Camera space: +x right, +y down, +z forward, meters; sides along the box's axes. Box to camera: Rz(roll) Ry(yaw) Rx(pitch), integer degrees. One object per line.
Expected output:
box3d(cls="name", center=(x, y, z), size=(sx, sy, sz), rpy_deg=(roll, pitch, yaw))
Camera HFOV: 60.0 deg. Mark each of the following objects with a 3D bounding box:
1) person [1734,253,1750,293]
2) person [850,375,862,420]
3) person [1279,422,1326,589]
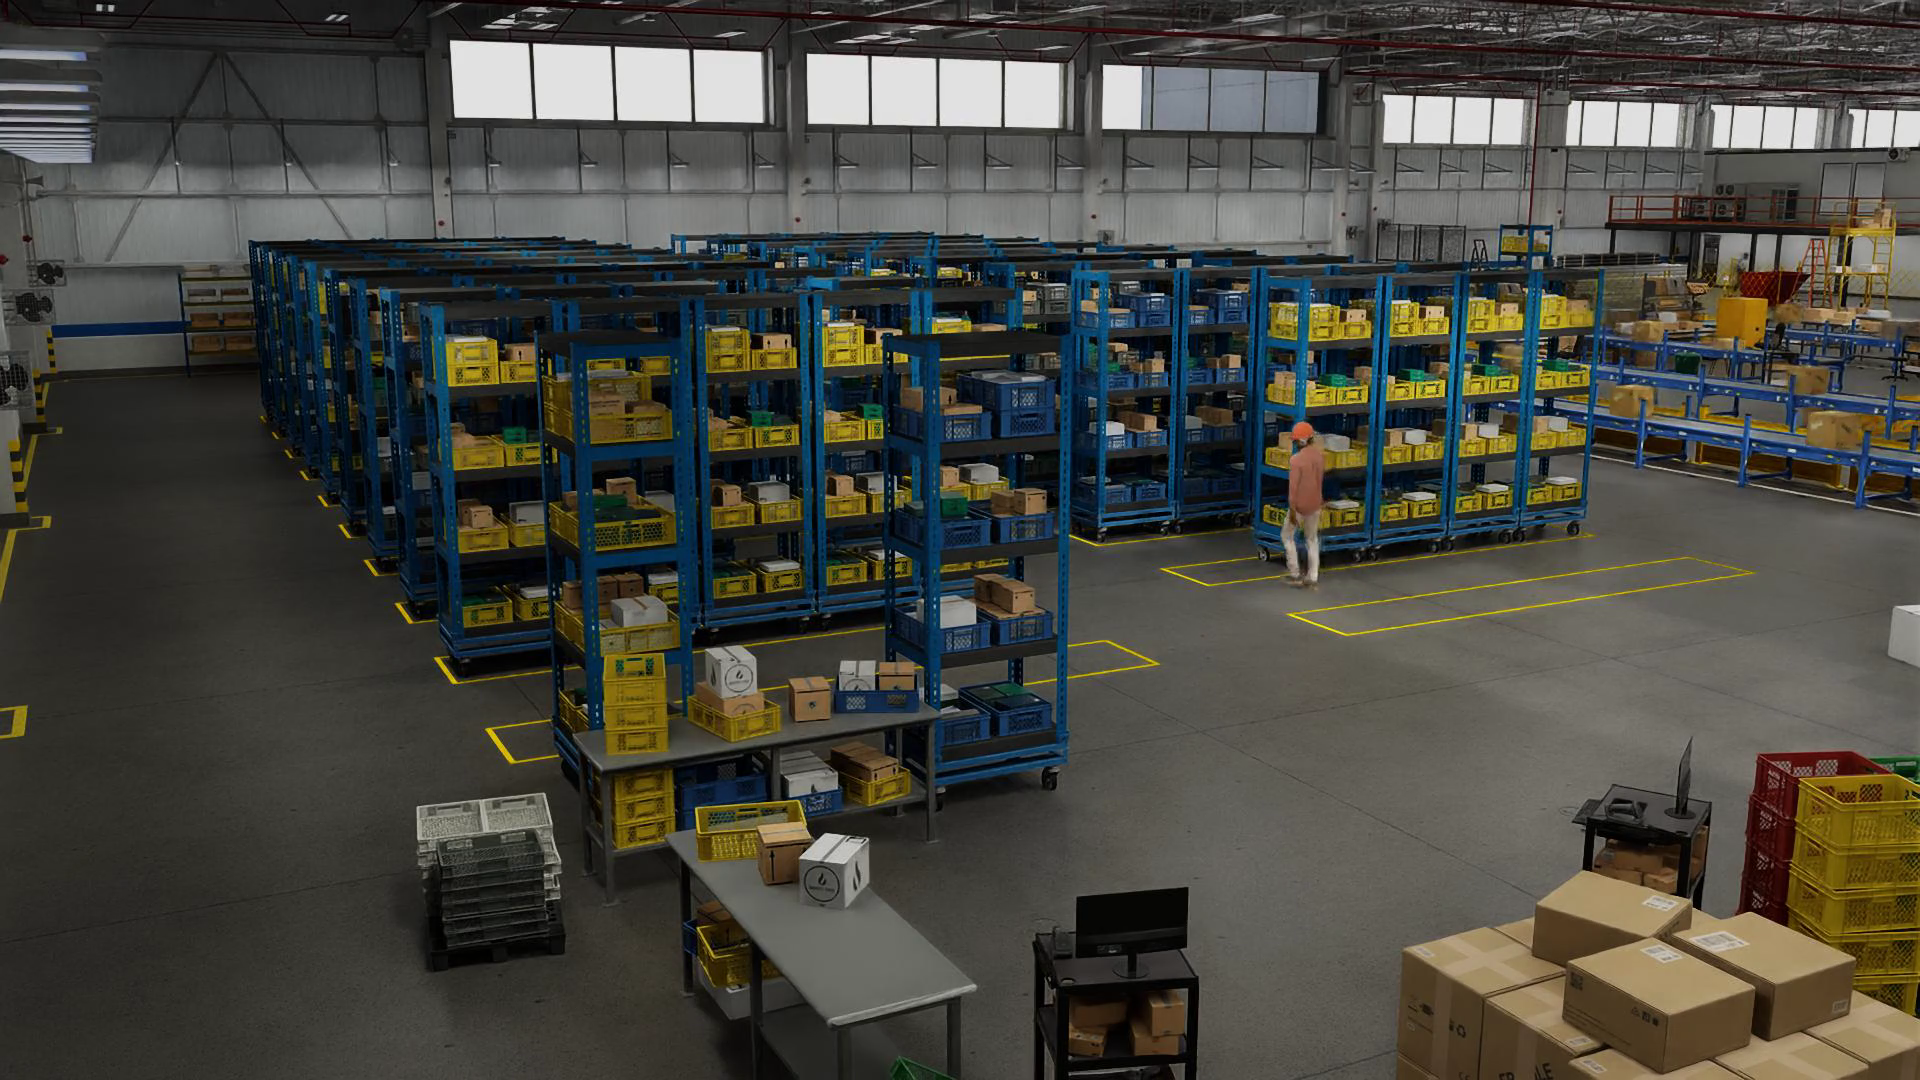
box3d(cls="person", center=(34.143, -11.613, 72.409), size=(0.800, 1.784, 0.589), rpy_deg=(5, 13, 23))
box3d(cls="person", center=(-1.690, -1.840, 26.680), size=(0.579, 1.802, 0.952), rpy_deg=(7, 14, 30))
box3d(cls="person", center=(4.003, -0.402, 19.496), size=(0.641, 1.974, 0.570), rpy_deg=(-7, 14, -30))
